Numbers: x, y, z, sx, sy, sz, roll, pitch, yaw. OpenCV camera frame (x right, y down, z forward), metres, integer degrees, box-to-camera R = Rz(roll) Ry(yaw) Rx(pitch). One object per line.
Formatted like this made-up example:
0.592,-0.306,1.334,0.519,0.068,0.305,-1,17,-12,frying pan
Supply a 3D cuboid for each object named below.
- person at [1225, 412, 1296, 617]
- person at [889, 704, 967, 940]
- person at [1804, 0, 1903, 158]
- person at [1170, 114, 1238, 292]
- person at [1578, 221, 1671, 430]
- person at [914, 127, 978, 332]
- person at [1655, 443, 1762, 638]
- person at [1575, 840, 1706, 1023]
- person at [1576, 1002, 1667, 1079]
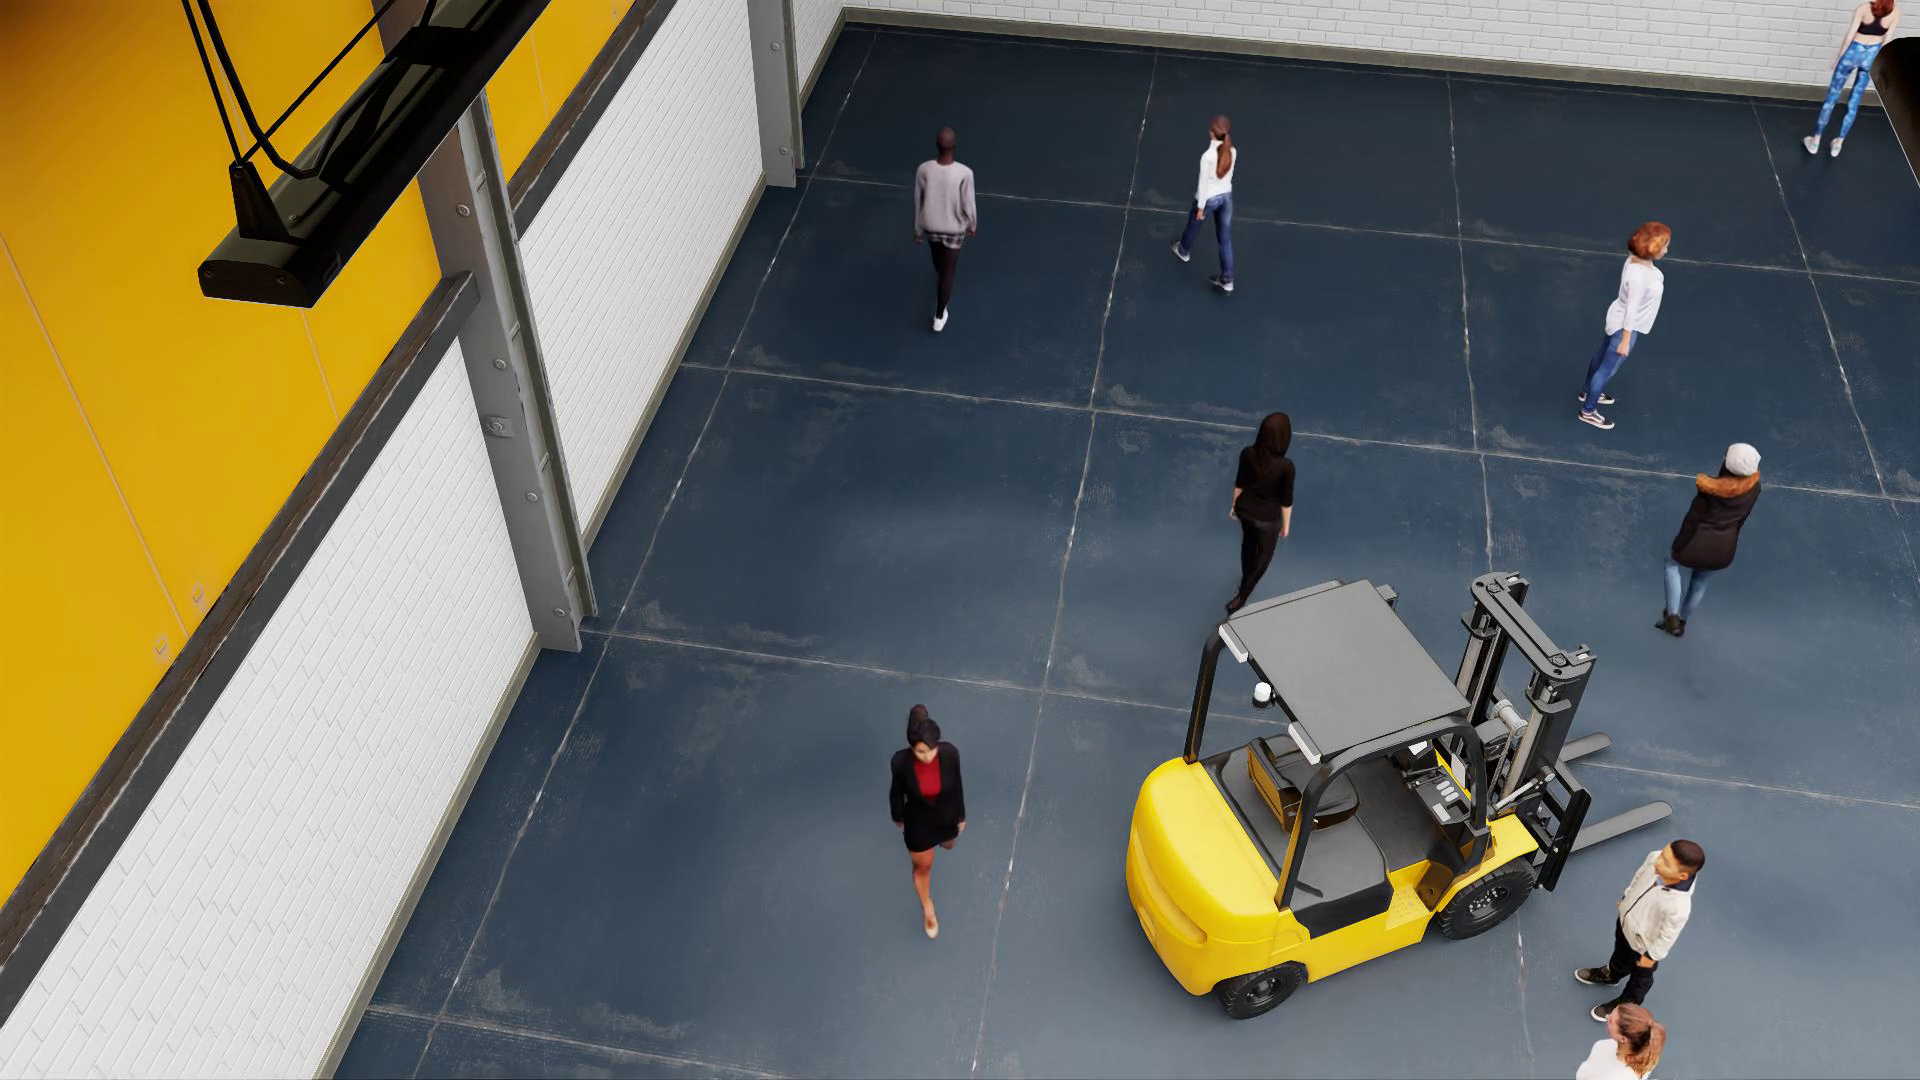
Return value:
1.966,-0.133,11.090,0.804,1.625,1.014,24,48,23,person
-0.177,1.521,9.359,0.818,1.618,1.042,-9,44,-10,person
8.351,-4.419,15.472,0.569,1.786,0.588,11,45,11,person
2.178,-2.796,13.966,0.941,1.513,1.122,-17,46,-17,person
5.027,-1.662,12.633,0.726,1.710,0.565,13,45,13,person
-0.147,-2.477,13.464,0.686,1.744,1.053,9,44,10,person
4.918,0.058,10.890,0.670,1.625,0.683,-1,44,-1,person
3.683,2.066,8.904,0.689,1.455,0.534,-3,44,-3,person
3.118,2.832,7.941,1.034,1.676,1.111,30,51,28,person
